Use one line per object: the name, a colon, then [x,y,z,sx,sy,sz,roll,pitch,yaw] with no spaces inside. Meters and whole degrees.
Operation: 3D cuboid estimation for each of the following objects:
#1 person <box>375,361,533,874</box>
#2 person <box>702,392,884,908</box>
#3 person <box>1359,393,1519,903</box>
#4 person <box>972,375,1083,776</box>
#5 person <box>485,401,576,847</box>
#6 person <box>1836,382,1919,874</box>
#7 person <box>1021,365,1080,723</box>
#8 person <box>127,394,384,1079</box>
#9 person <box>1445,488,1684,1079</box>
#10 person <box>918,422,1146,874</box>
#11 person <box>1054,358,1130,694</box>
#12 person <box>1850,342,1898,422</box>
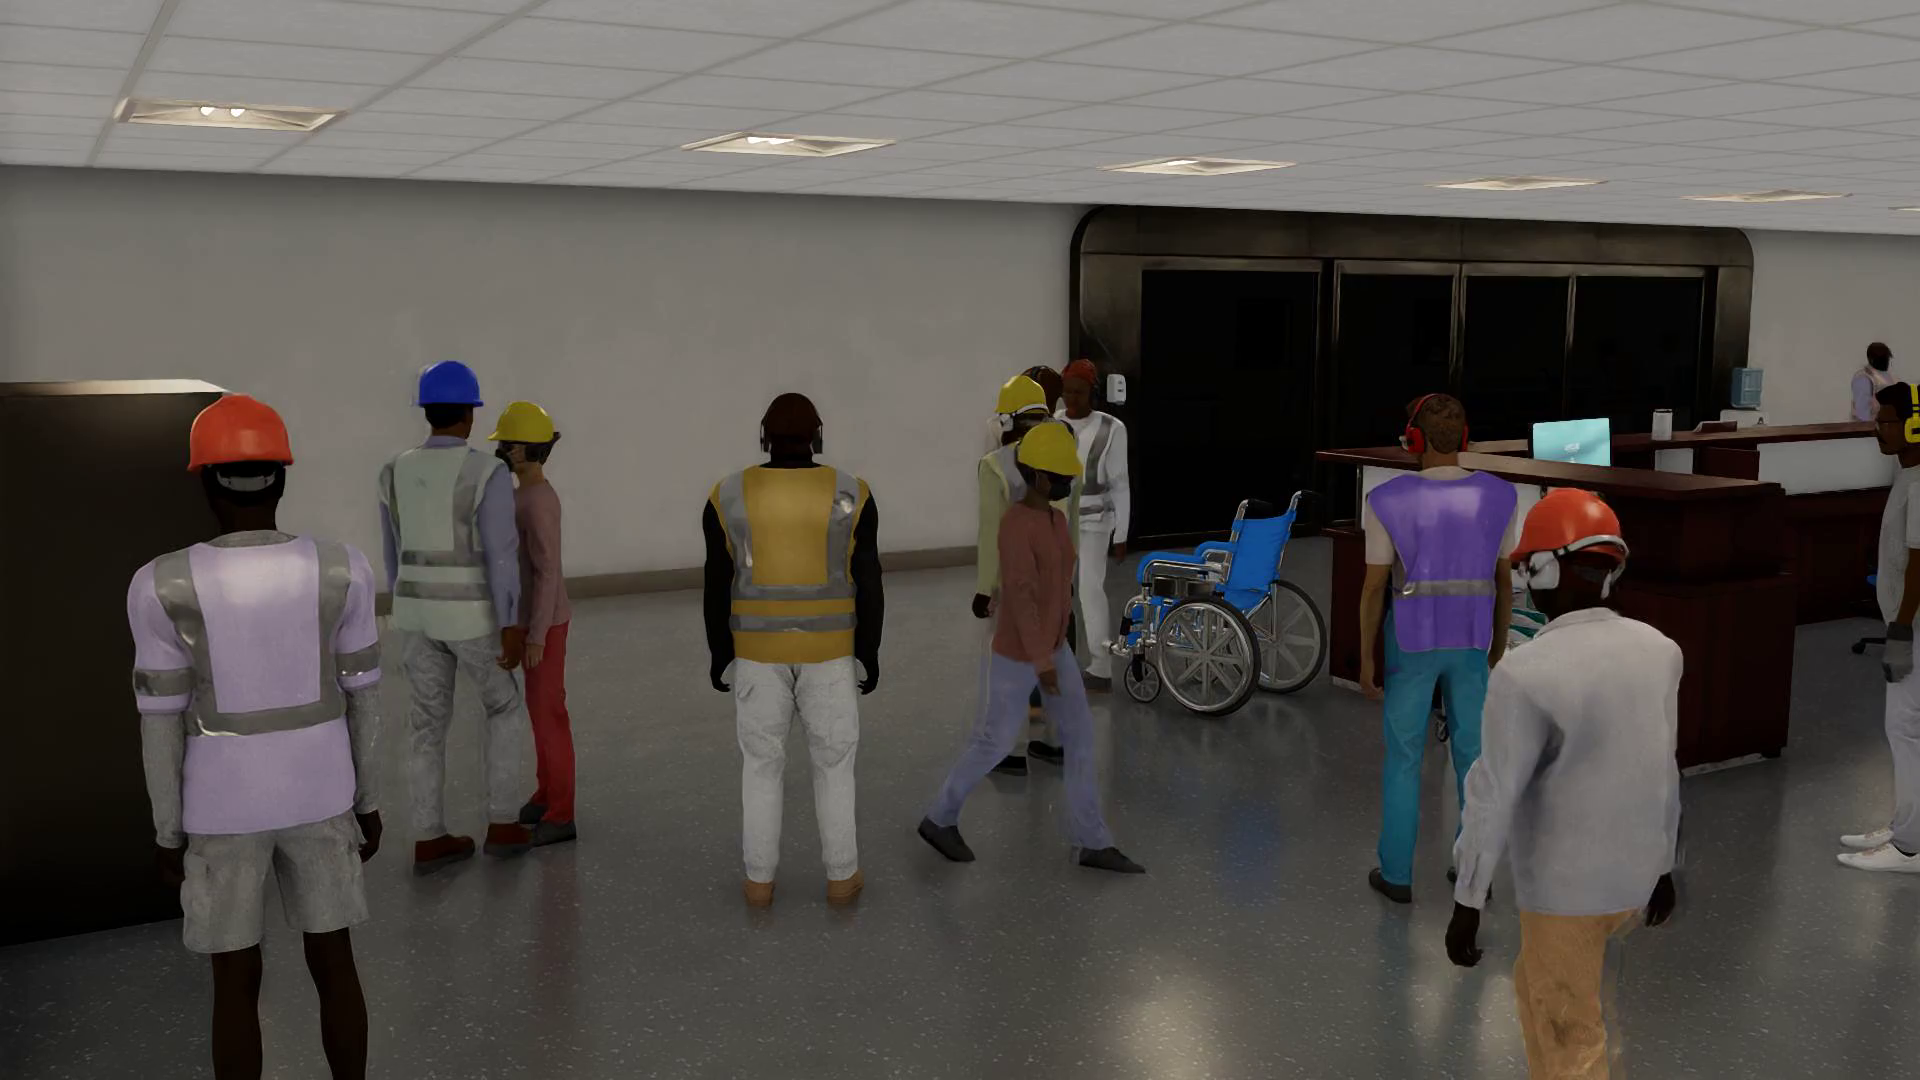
person: [-1.924,0.289,6.359,0.646,1.927,0.565,3,8,19]
person: [-0.589,0.395,5.943,0.637,1.840,0.429,0,8,-3]
person: [1.710,0.397,5.960,0.566,1.836,0.382,-1,8,-4]
person: [0.292,0.161,7.660,0.600,1.829,0.404,-6,10,-39]
person: [-1.713,0.332,6.653,0.305,1.772,0.527,-3,8,-21]
person: [3.587,0.333,6.322,0.328,1.862,0.509,4,9,29]
person: [0.424,0.024,8.598,0.344,1.847,0.504,4,9,29]
person: [-1.659,0.620,3.977,0.543,1.934,0.362,-5,9,-31]
person: [1.362,0.752,3.781,0.654,1.718,0.534,-5,10,-35]
person: [0.240,0.409,6.288,0.848,1.724,0.526,4,9,29]
person: [0.652,-0.068,9.203,0.659,1.869,0.385,6,10,36]
person: [9.400,-1.124,17.083,0.723,1.809,0.434,-6,10,-38]
